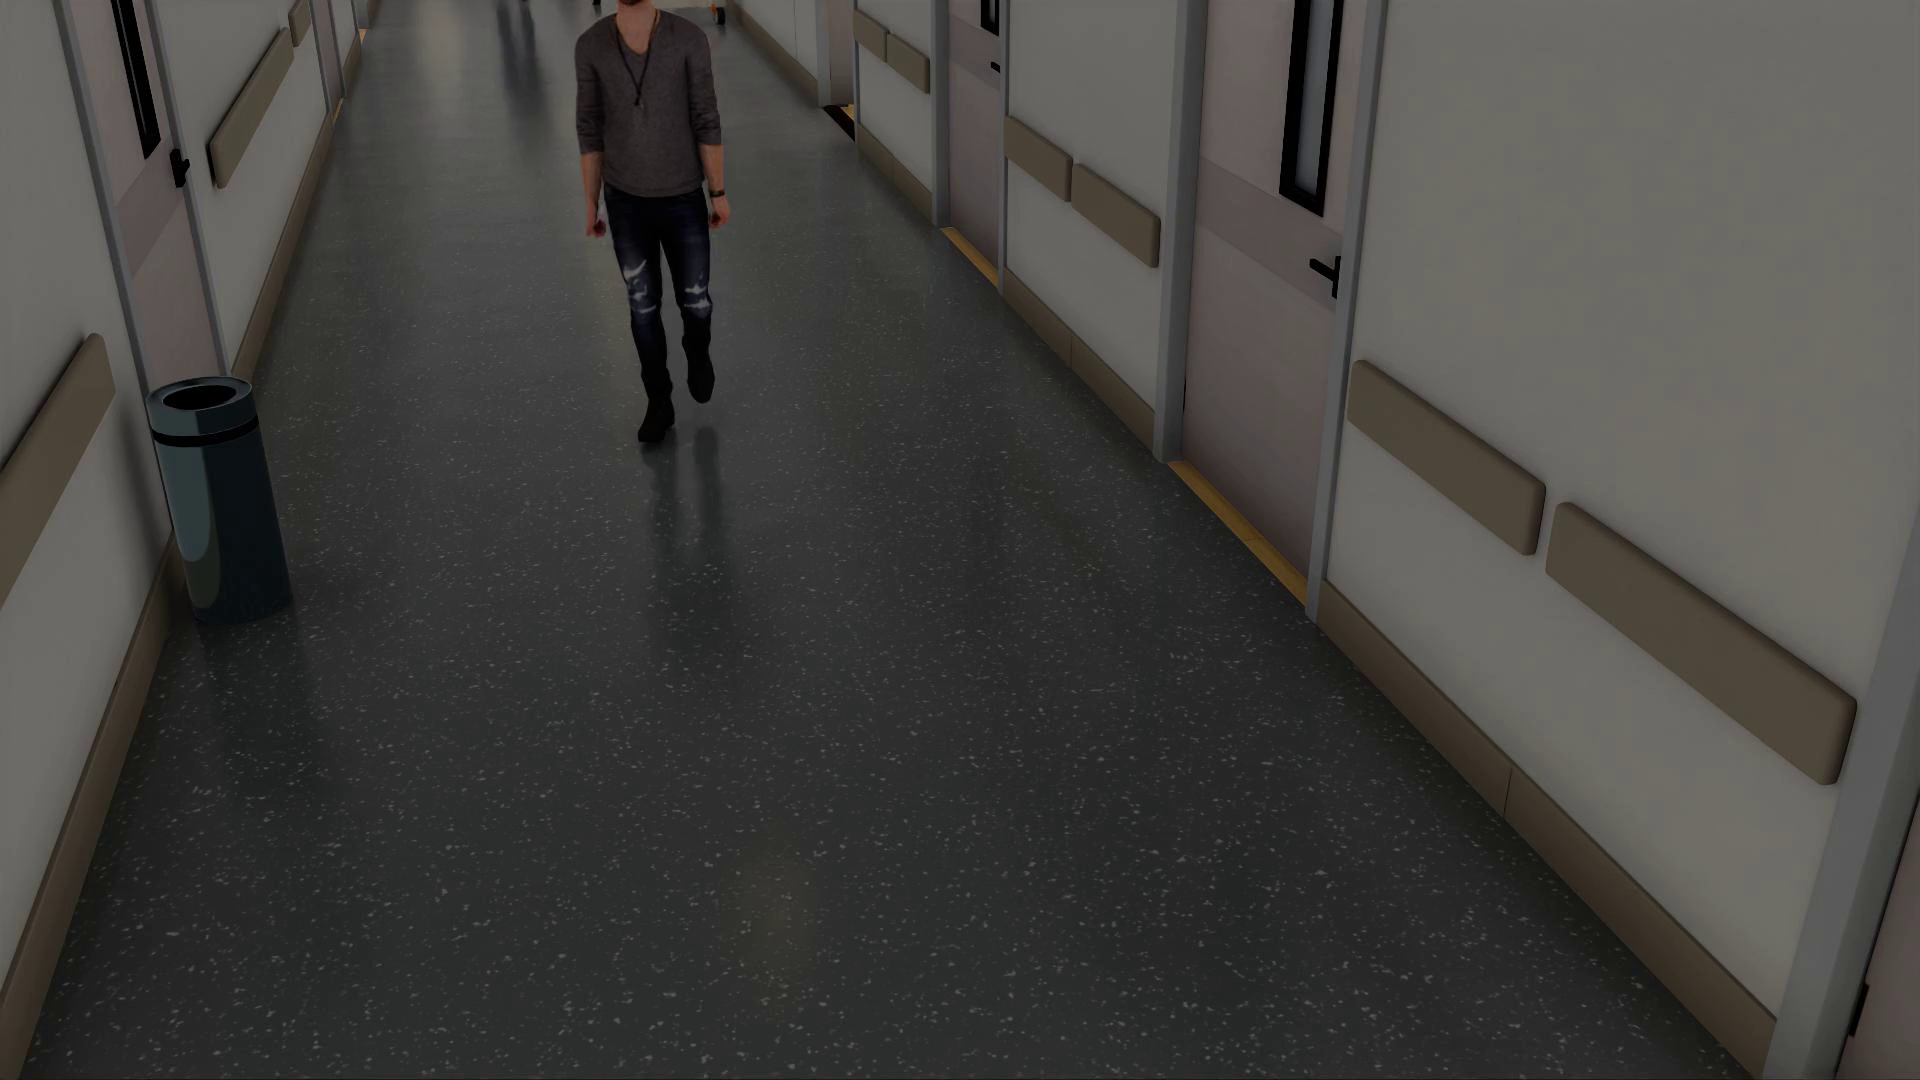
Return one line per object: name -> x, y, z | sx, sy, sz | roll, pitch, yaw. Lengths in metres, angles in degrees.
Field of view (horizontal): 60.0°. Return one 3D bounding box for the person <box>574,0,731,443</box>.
person -> -1.139, -1.333, 6.325 | 0.855, 1.893, 0.881 | 0, 26, 0
